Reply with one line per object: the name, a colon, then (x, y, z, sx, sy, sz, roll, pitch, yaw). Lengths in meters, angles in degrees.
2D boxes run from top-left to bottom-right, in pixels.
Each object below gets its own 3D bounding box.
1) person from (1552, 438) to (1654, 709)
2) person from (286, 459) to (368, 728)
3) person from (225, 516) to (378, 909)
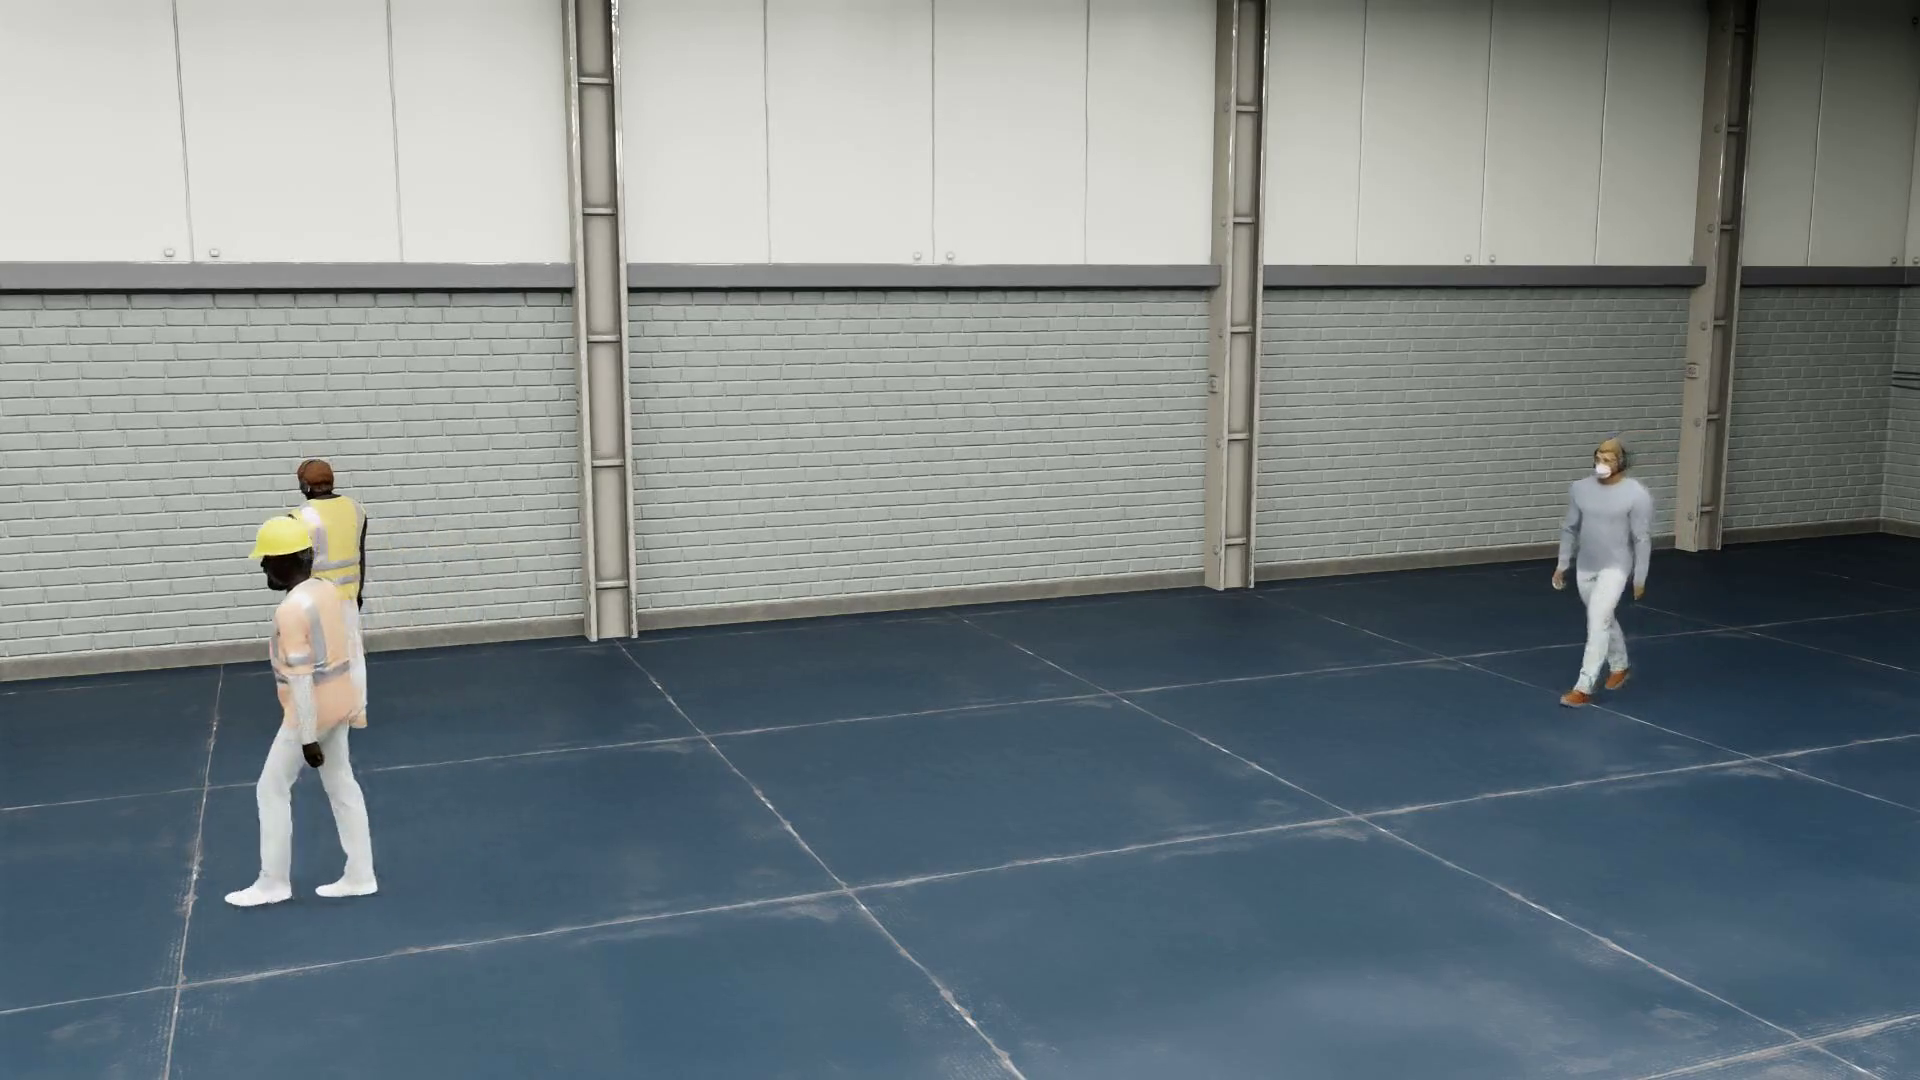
person: (4.625, 0.211, 11.886, 1.025, 1.899, 0.626, -6, 11, -34)
person: (-4.181, 0.382, 10.951, 0.429, 1.840, 0.630, 4, 10, 24)
person: (-3.221, 0.828, 7.991, 0.806, 1.893, 0.594, 0, 9, 1)
